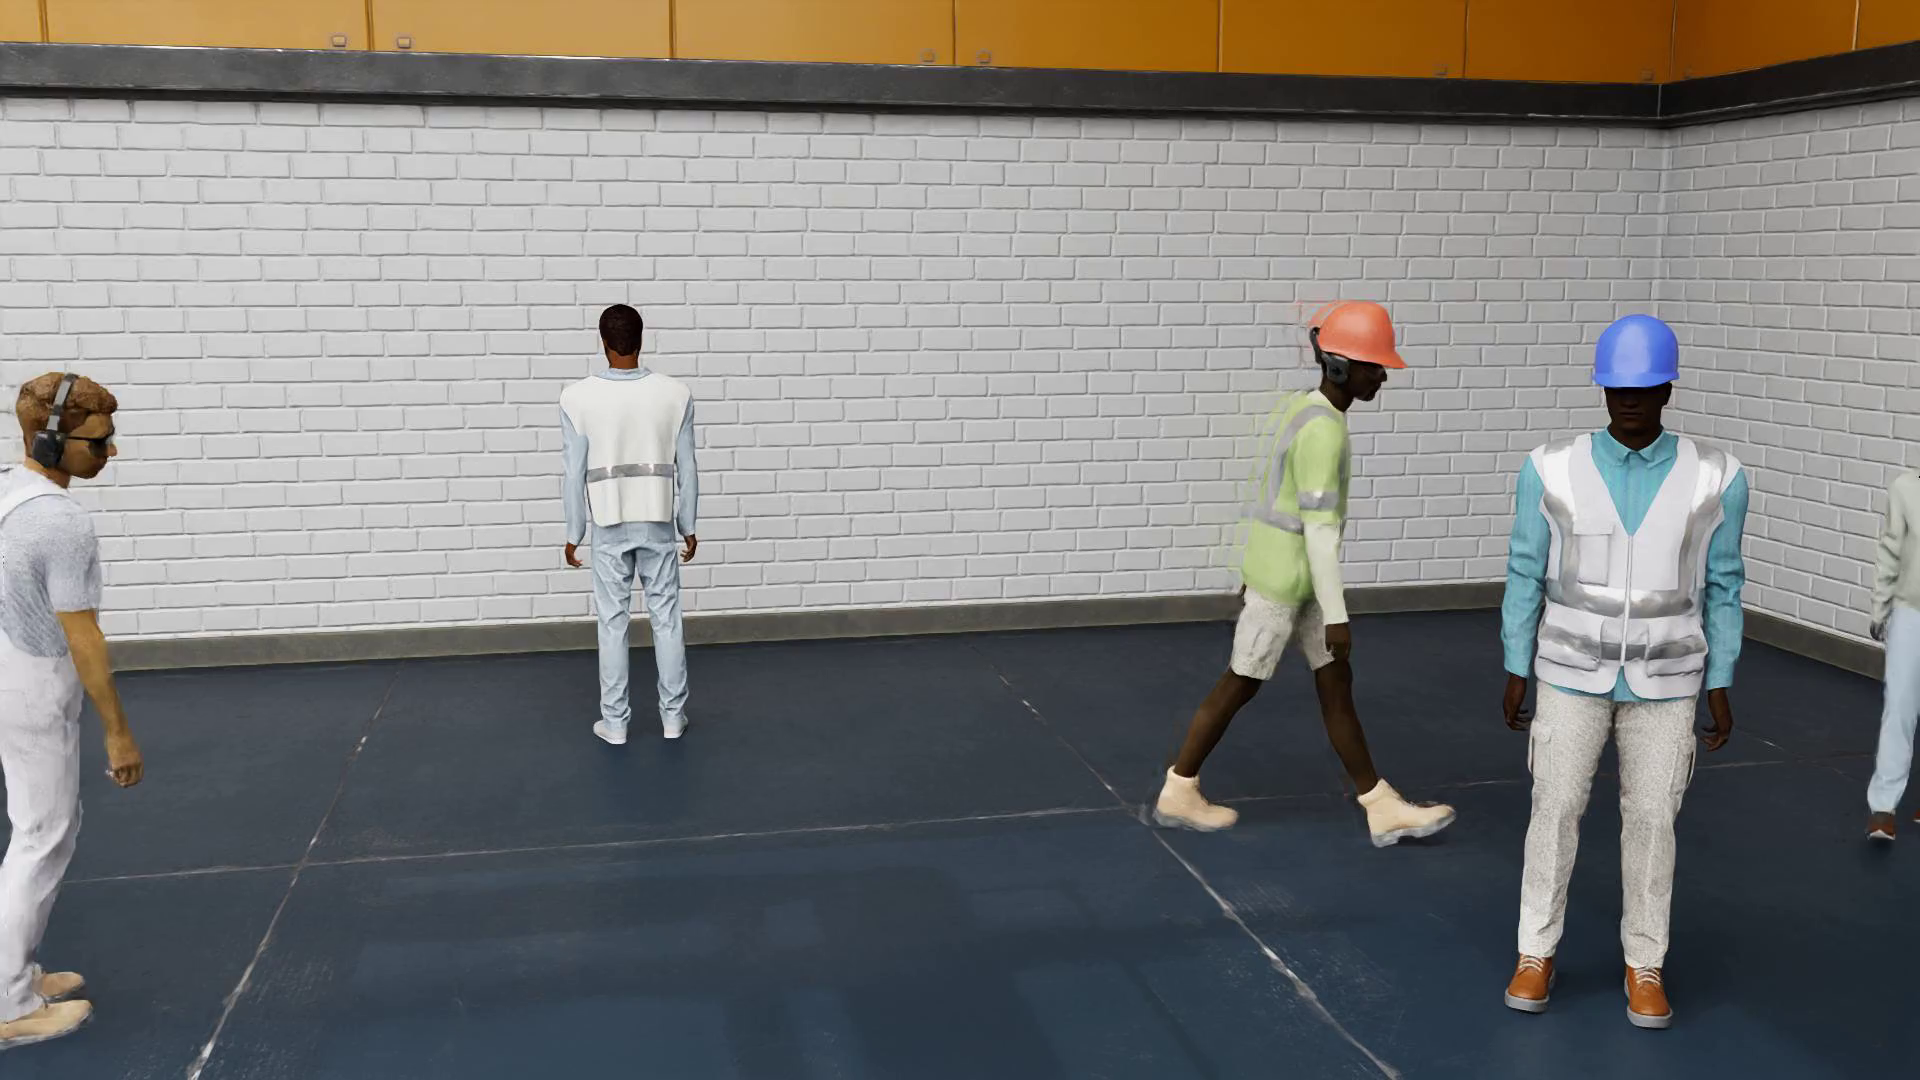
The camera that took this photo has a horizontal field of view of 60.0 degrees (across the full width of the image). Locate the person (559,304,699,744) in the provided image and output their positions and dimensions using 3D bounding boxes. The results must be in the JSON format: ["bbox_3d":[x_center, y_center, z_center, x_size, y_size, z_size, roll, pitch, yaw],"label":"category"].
[{"bbox_3d":[-1.428,-0.062,7.240,0.587,1.914,0.391,-3,10,-18],"label":"person"}]

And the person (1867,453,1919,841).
[{"bbox_3d":[3.508,0.305,5.961,0.795,1.585,0.520,-9,13,-43],"label":"person"}]

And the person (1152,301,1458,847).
[{"bbox_3d":[1.213,0.141,5.887,1.126,1.946,0.615,3,10,16],"label":"person"}]

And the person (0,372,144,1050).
[{"bbox_3d":[-2.429,0.463,4.381,0.559,1.802,0.474,8,12,40],"label":"person"}]

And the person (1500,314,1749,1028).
[{"bbox_3d":[1.795,0.364,4.542,0.616,1.945,0.404,3,10,19],"label":"person"}]
